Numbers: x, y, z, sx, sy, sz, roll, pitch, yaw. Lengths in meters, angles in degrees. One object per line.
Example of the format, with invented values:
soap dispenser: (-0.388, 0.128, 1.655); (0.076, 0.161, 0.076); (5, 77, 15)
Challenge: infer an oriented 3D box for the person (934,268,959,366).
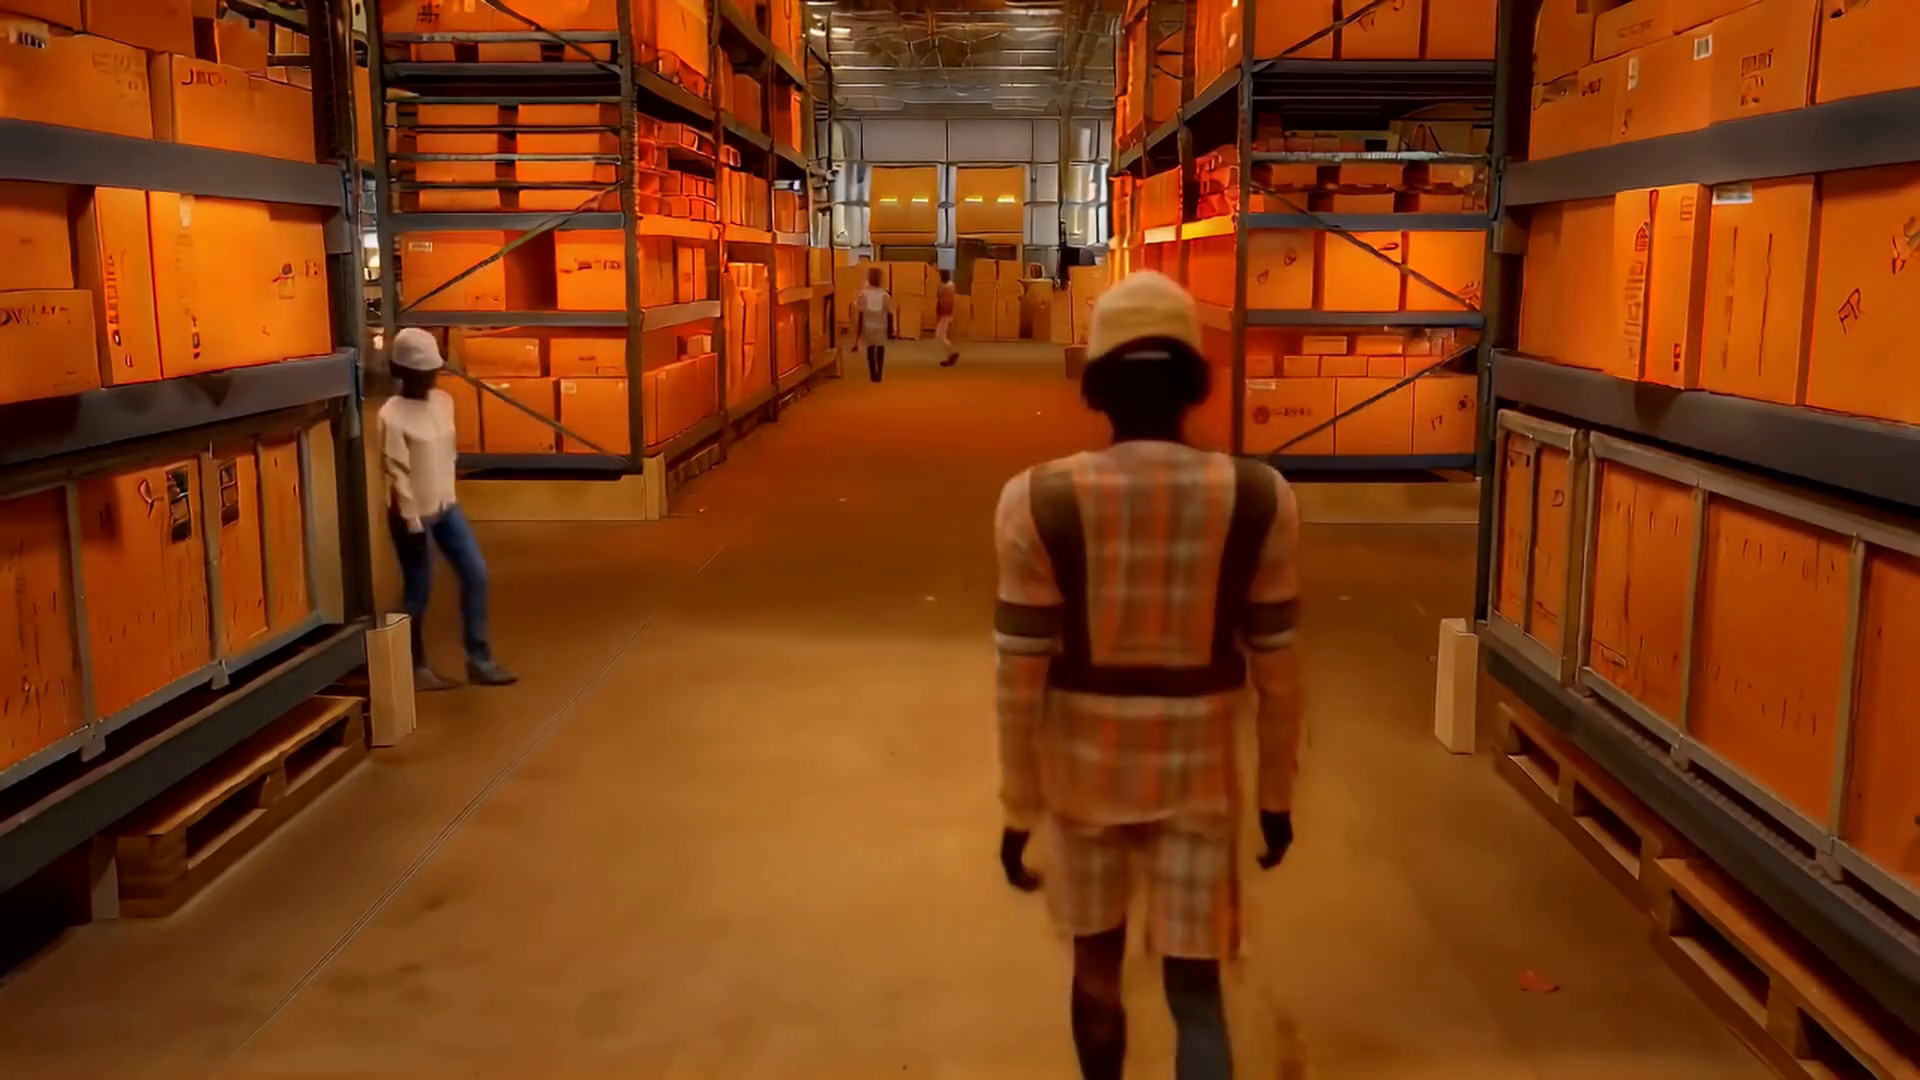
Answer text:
person: (-0.300, -4.349, 32.495); (0.441, 1.925, 0.629); (-3, 10, -17)

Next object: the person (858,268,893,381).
person: (-1.428, -3.627, 28.106); (0.603, 1.945, 0.700); (0, 9, -1)

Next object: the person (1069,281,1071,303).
person: (4.227, -8.906, 60.701); (0.529, 1.605, 0.736); (1, 9, 4)

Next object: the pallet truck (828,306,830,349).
pallet truck: (-3.100, -3.940, 29.800); (1.885, 1.965, 0.823); (3, 10, 19)

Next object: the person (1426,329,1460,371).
person: (7.700, -3.215, 26.581); (0.523, 1.616, 0.658); (1, 10, 8)

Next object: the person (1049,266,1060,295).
person: (3.352, -8.552, 57.727); (0.916, 1.909, 0.638); (-2, 10, -13)

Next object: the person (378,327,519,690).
person: (-2.392, -0.116, 7.691); (0.684, 1.723, 0.557); (3, 10, 19)

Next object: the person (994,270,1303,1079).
person: (0.378, 0.485, 3.276); (0.622, 2.020, 0.935); (0, 9, -1)

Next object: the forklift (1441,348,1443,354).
forklift: (10.972, -5.293, 35.269); (1.129, 2.768, 1.873); (0, 9, 1)

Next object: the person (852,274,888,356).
person: (-1.971, -4.932, 36.114); (0.770, 1.891, 0.622); (2, 10, 10)

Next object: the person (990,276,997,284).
person: (1.107, -8.391, 57.249); (0.326, 1.735, 0.482); (-4, 10, -24)

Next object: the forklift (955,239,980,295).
forklift: (0.254, -8.962, 57.245); (1.873, 2.768, 1.129); (8, 12, 40)
